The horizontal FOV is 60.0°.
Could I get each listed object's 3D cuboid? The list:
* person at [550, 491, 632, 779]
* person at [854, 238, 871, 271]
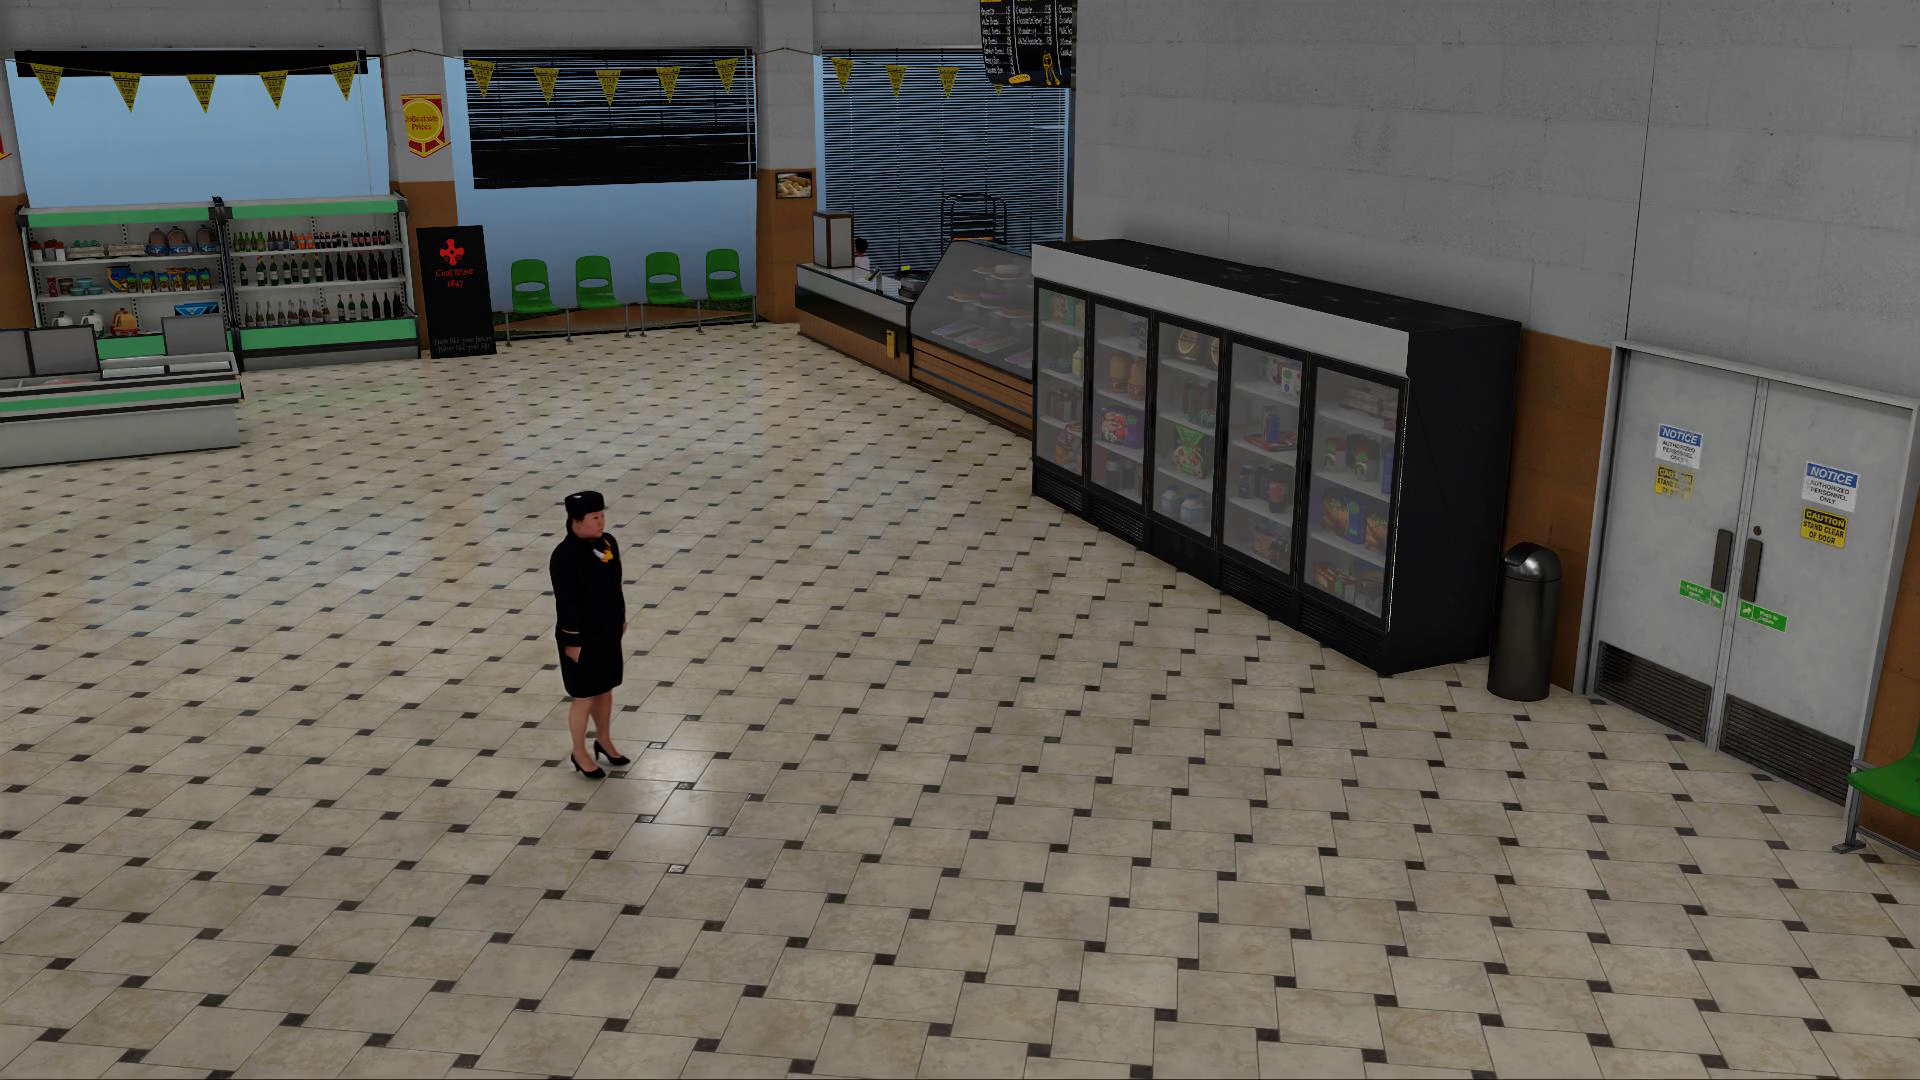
[{"bbox_3d":[-2.092,0.527,9.407,0.855,1.672,0.783,7,18,23],"label":"person"},{"bbox_3d":[-1.441,-3.773,24.275,0.617,1.260,0.516,15,23,41],"label":"person"}]
